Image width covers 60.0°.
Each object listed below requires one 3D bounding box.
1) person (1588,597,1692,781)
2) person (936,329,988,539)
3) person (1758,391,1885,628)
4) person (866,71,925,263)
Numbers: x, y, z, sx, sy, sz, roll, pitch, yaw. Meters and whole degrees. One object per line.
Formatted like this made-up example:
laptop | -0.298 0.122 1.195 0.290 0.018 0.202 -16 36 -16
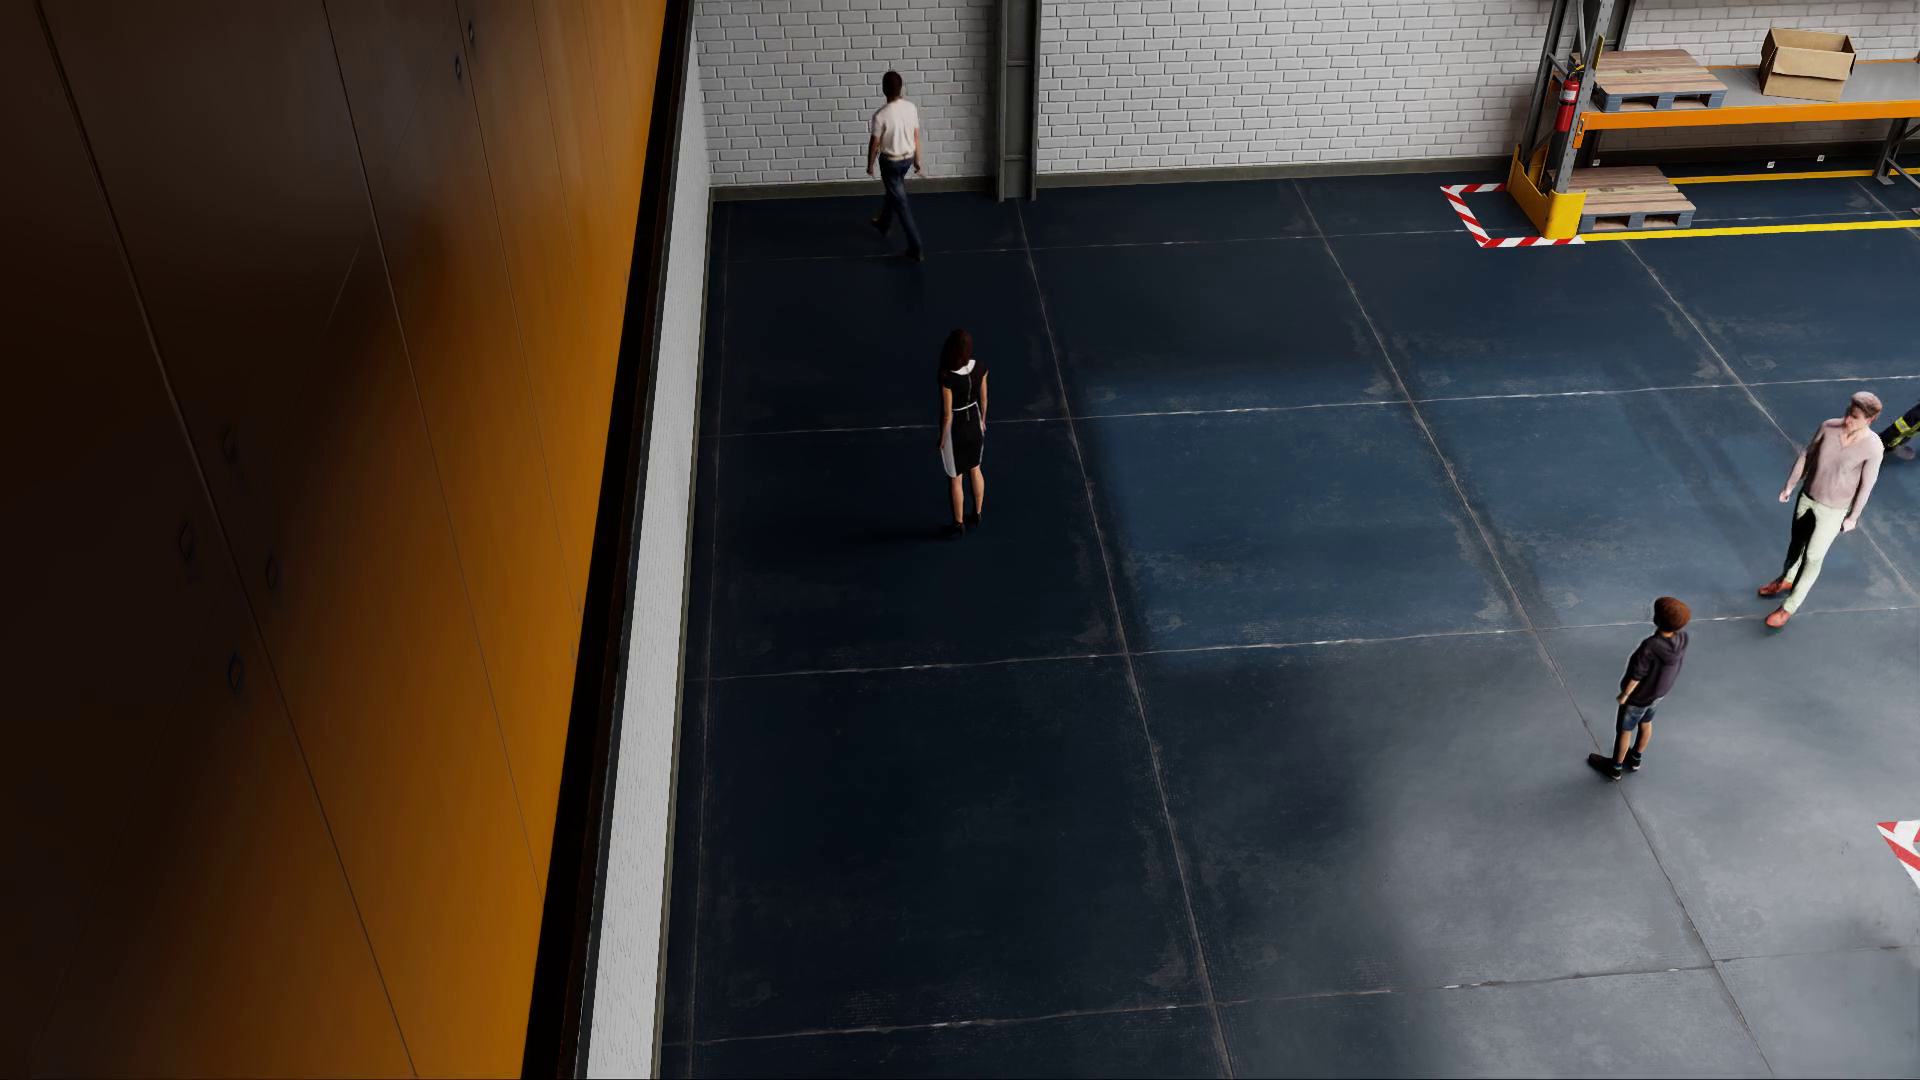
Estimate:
person | 4.385 0.939 10.638 0.567 1.447 0.669 -18 42 -21
person | 0.012 -0.793 12.529 0.600 1.795 0.719 -24 44 -27
person | 6.182 -0.285 11.833 0.975 1.869 0.869 -19 42 -22
person | -0.562 -3.538 15.958 1.255 1.804 1.162 -24 45 -27
